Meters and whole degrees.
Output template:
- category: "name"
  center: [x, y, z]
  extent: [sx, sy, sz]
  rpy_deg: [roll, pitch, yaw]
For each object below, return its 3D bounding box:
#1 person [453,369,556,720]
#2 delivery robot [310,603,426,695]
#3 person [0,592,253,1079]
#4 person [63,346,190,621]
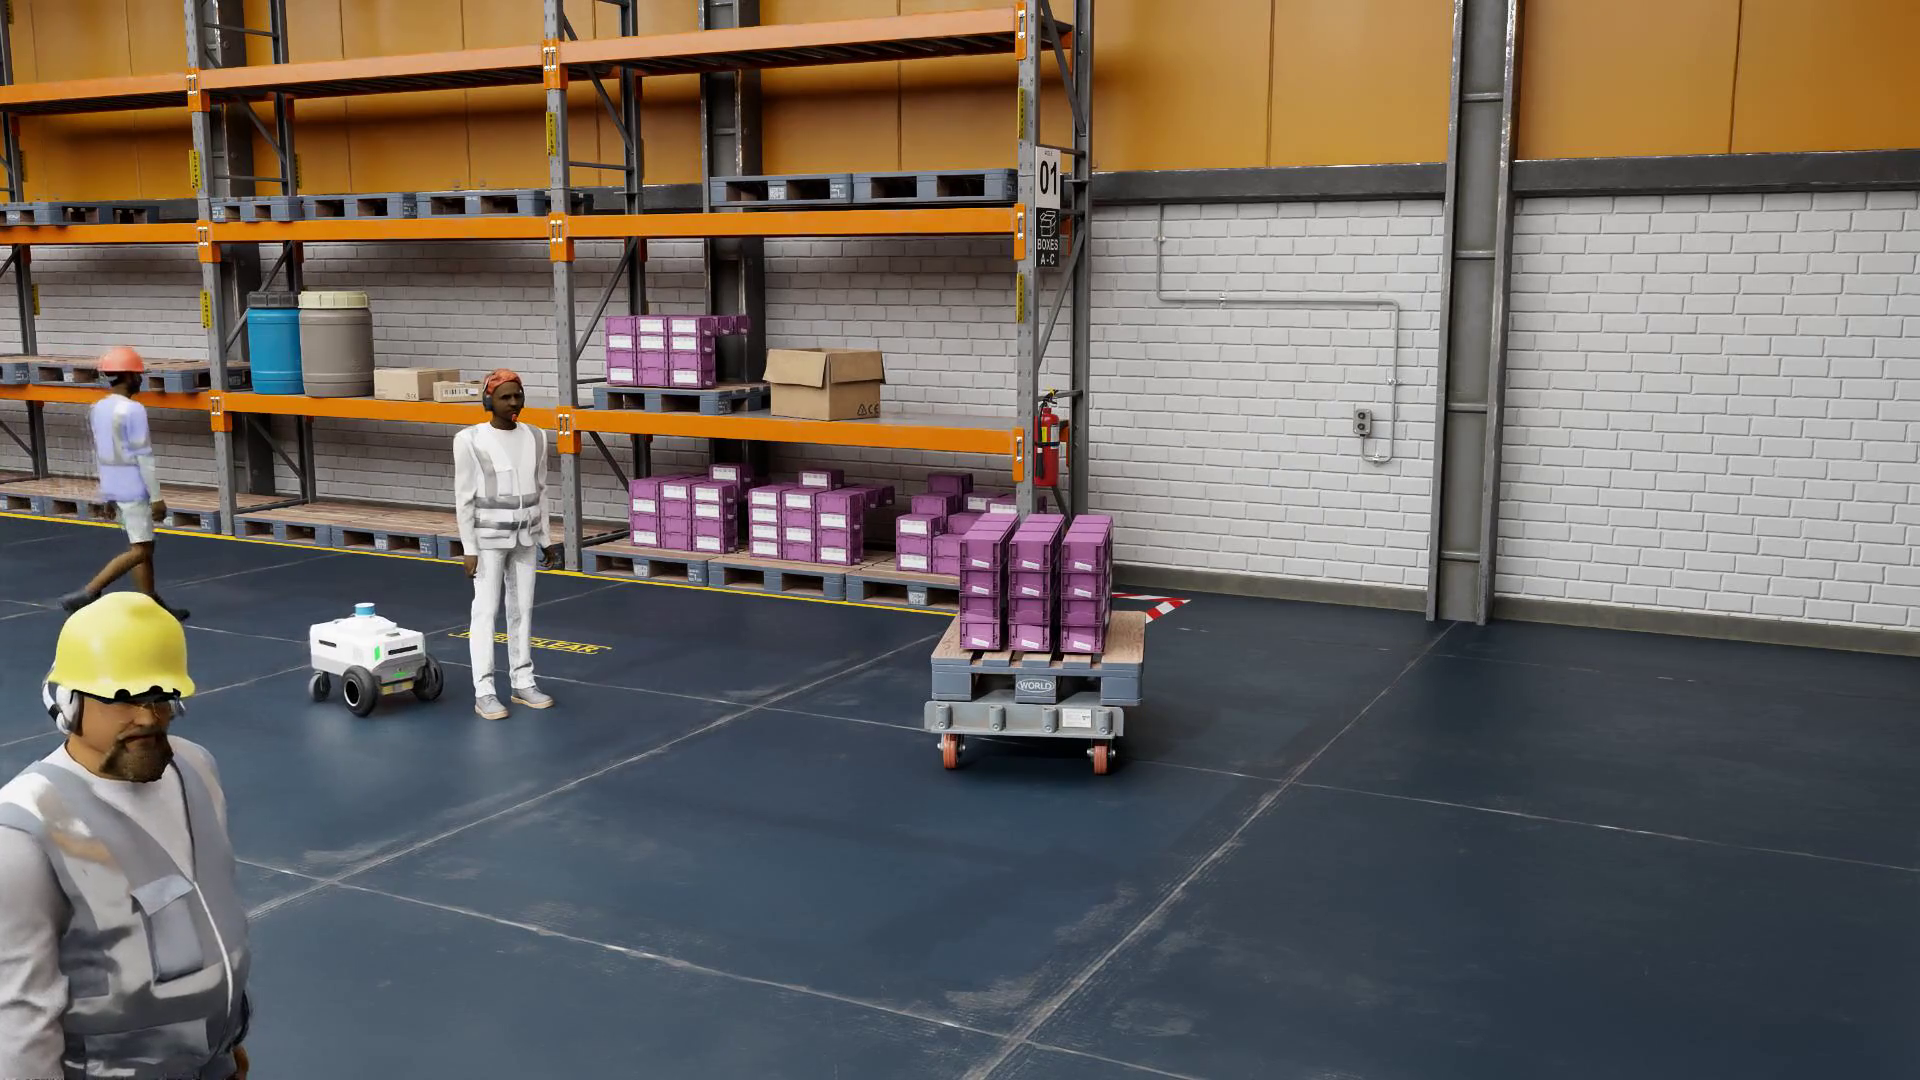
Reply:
- category: "person"
  center: [-2.462, 0.015, 9.043]
  extent: [0.360, 1.883, 0.574]
  rpy_deg: [8, 12, 41]
- category: "delivery robot"
  center: [-3.303, 0.594, 9.267]
  extent: [0.707, 0.478, 0.477]
  rpy_deg: [7, 12, 38]
- category: "person"
  center: [-1.553, 0.996, 3.158]
  extent: [0.404, 1.828, 0.592]
  rpy_deg: [2, 9, 9]
- category: "person"
  center: [-5.585, -0.326, 11.045]
  extent: [0.555, 1.916, 0.804]
  rpy_deg: [8, 12, 40]
